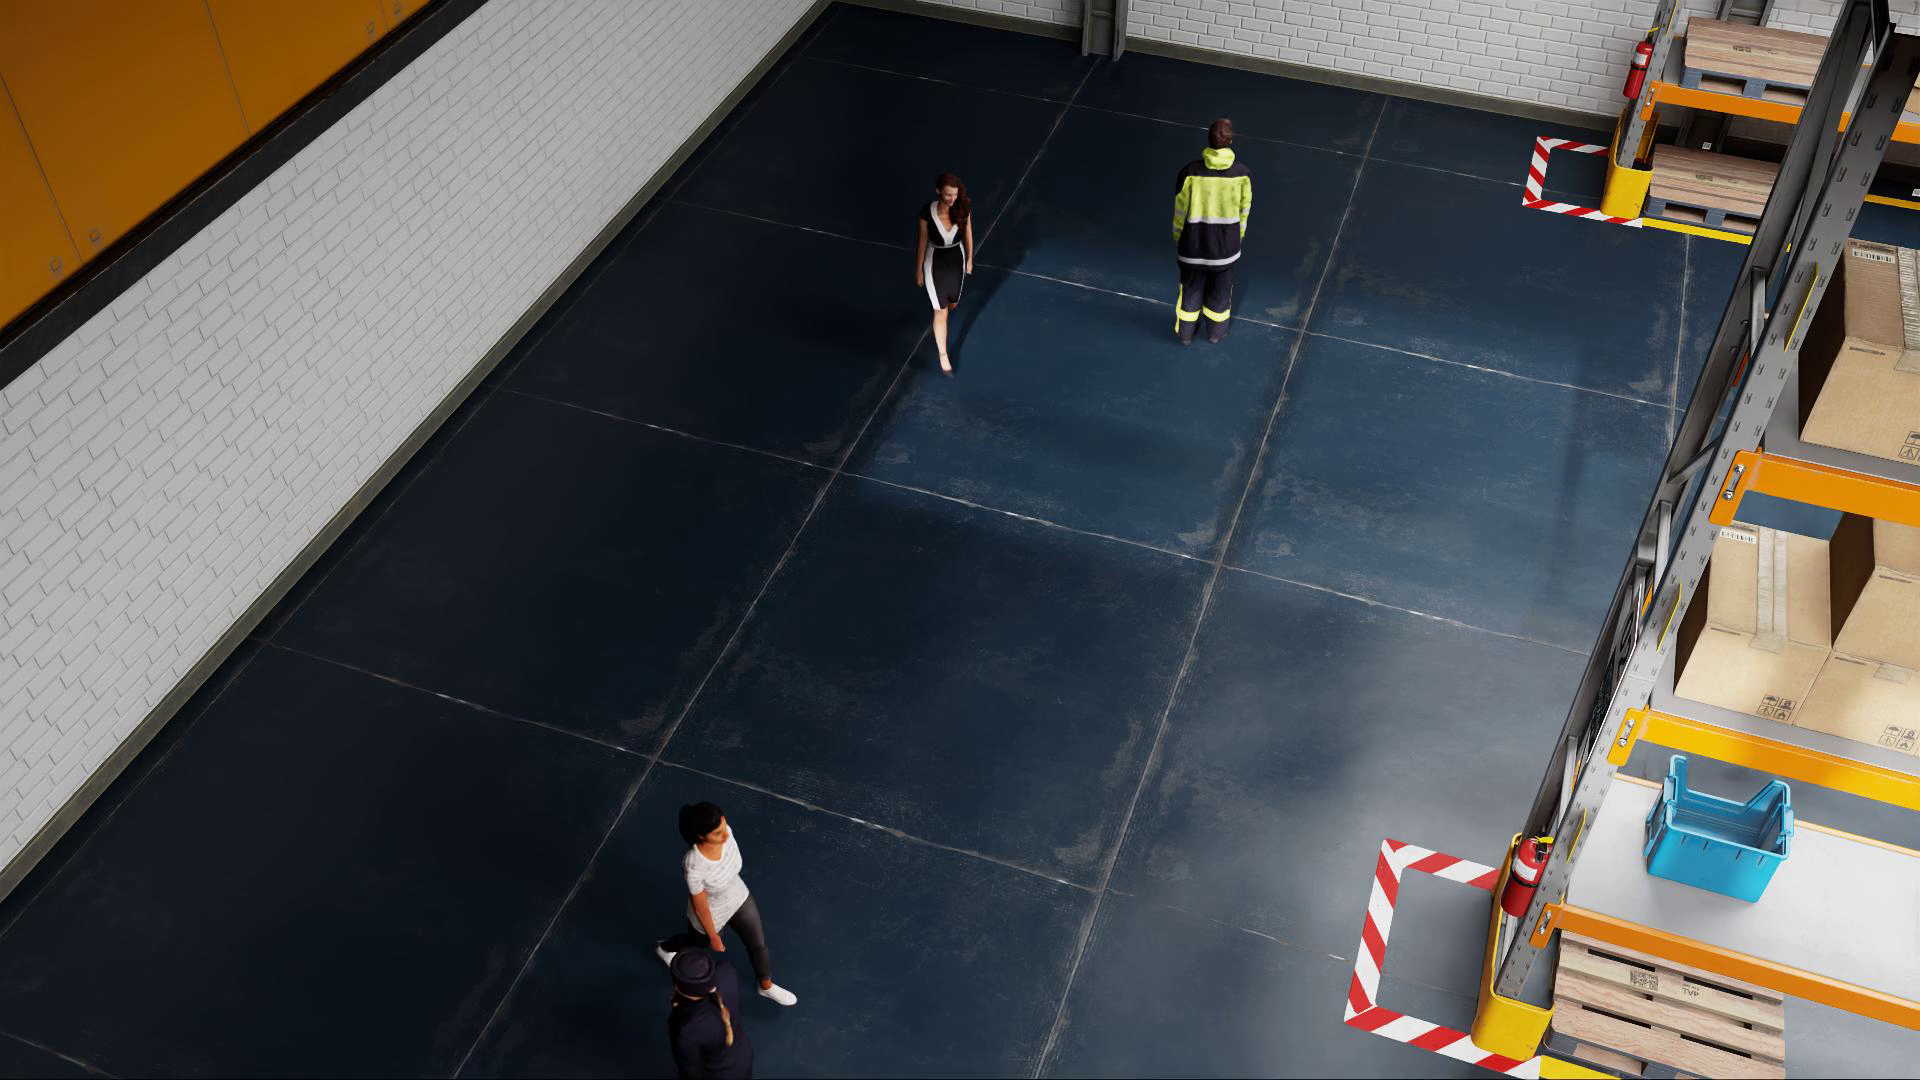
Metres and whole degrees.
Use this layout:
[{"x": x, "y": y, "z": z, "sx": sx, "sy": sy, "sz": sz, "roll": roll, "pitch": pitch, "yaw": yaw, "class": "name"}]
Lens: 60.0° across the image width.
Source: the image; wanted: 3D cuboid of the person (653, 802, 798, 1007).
[{"x": -1.388, "y": 1.965, "z": 8.986, "sx": 1.136, "sy": 1.605, "sz": 0.694, "roll": 22, "pitch": 48, "yaw": 22, "class": "person"}]

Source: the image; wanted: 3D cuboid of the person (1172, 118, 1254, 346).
[{"x": 1.997, "y": -2.464, "z": 13.363, "sx": 0.736, "sy": 1.980, "sz": 0.915, "roll": -1, "pitch": 44, "yaw": -1, "class": "person"}]

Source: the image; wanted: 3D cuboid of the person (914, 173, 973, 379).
[{"x": -0.145, "y": -2.194, "z": 13.234, "sx": 1.076, "sy": 1.768, "sz": 1.070, "roll": -10, "pitch": 44, "yaw": -10, "class": "person"}]

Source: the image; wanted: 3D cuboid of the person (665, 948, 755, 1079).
[{"x": -1.215, "y": 2.584, "z": 8.289, "sx": 0.600, "sy": 1.670, "sz": 0.687, "roll": 14, "pitch": 45, "yaw": 14, "class": "person"}]
